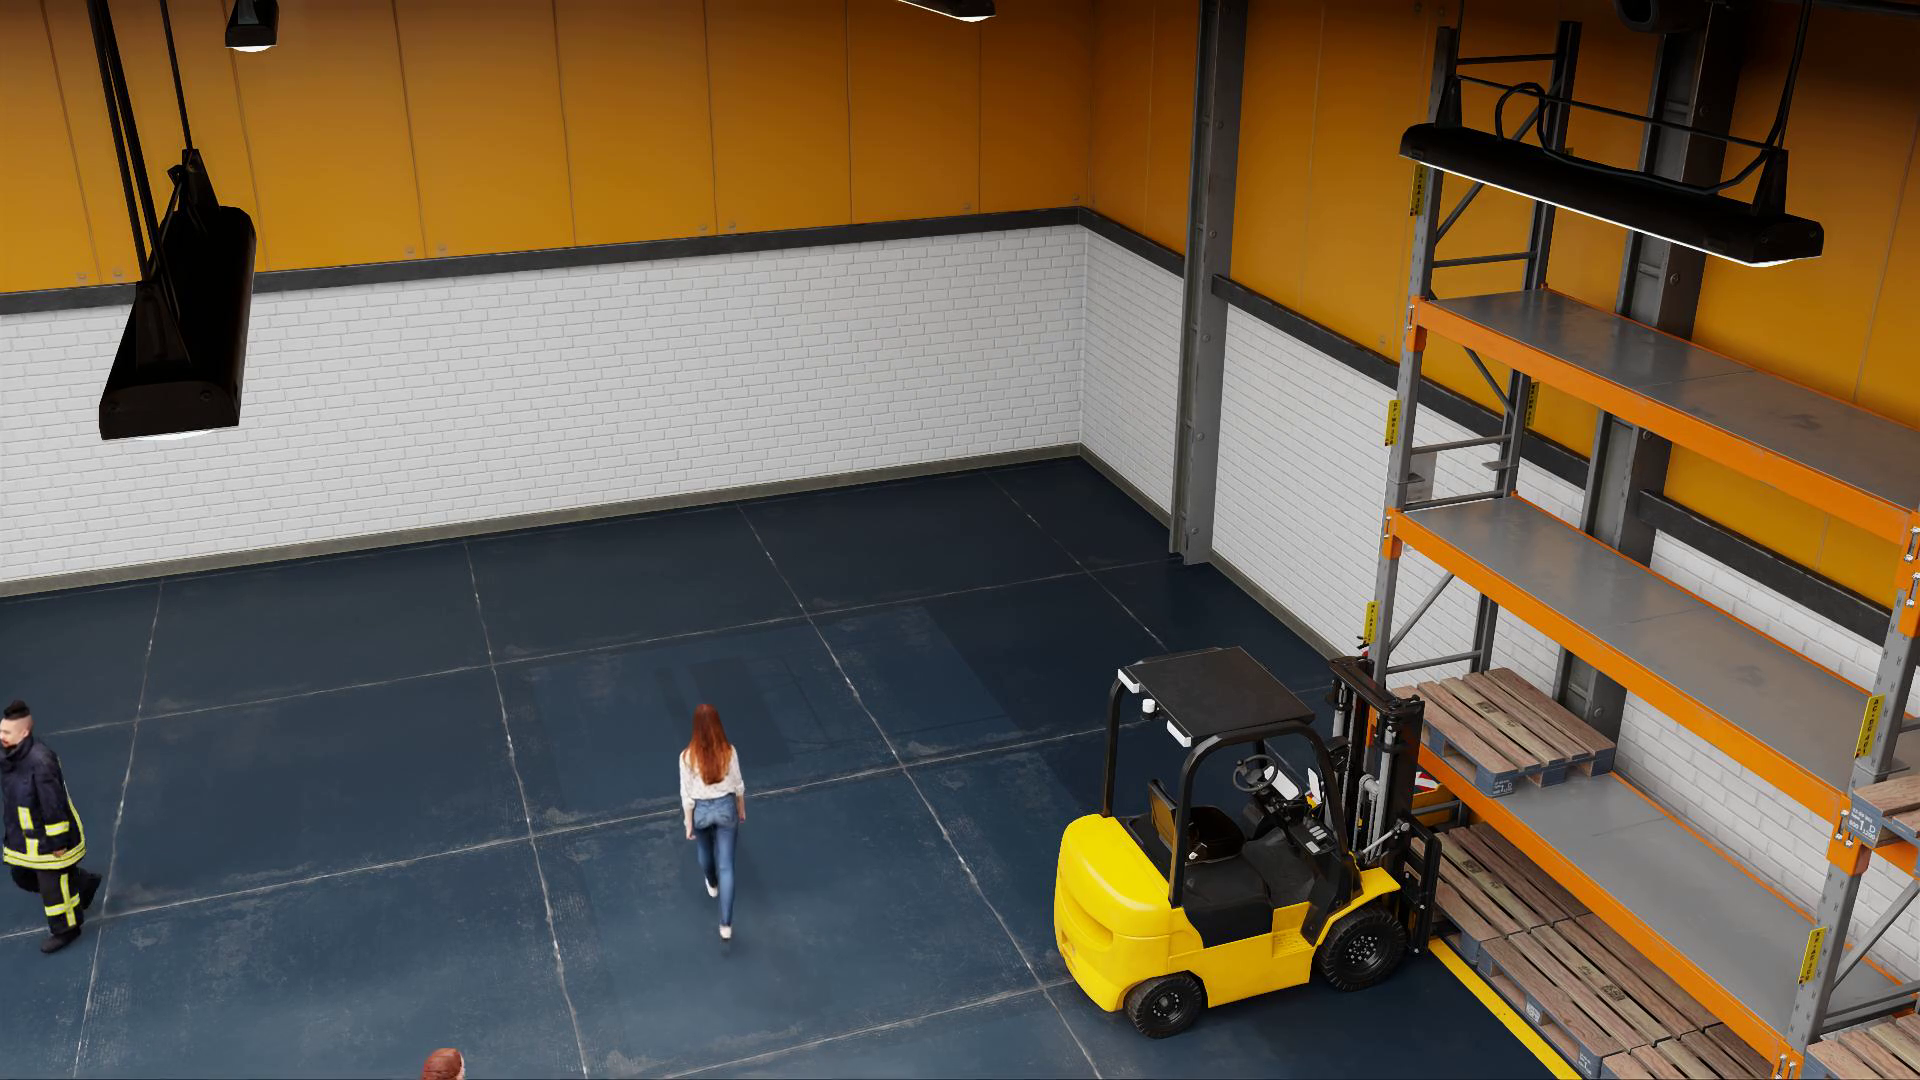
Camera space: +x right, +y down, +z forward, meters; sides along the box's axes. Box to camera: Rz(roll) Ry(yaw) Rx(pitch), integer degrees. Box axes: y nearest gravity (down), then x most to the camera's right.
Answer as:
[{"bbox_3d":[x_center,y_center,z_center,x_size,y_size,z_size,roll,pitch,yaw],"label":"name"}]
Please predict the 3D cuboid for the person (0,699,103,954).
[{"bbox_3d":[-6.195,1.898,11.340,0.978,1.846,1.036,16,28,32],"label":"person"}]

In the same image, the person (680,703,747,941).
[{"bbox_3d":[-1.683,1.945,11.426,0.719,1.691,1.173,-4,24,-10],"label":"person"}]
